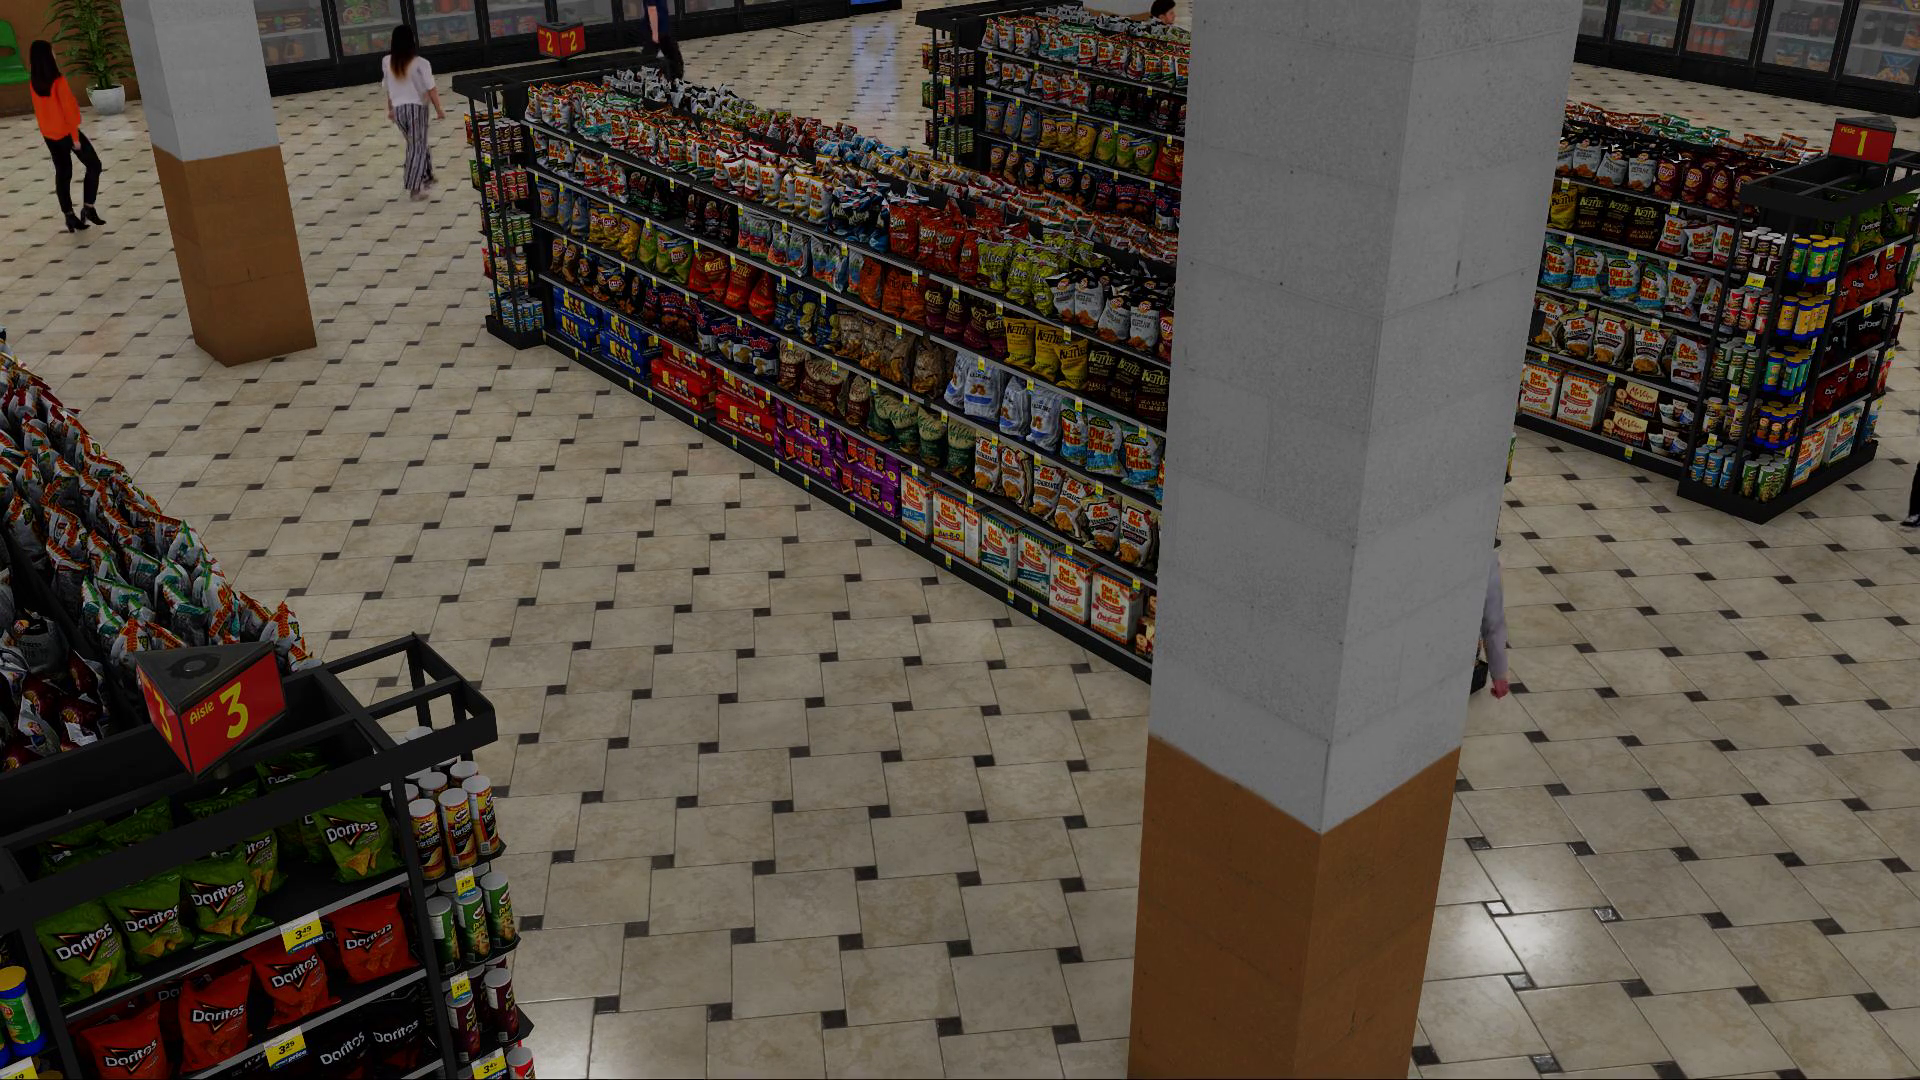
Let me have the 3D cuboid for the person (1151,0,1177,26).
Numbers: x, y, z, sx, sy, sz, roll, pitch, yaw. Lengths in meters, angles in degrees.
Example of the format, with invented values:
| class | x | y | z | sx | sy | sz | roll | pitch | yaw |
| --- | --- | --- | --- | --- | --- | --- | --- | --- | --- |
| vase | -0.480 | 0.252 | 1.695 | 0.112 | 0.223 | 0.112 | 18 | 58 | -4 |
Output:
| class | x | y | z | sx | sy | sz | roll | pitch | yaw |
| --- | --- | --- | --- | --- | --- | --- | --- | --- | --- |
| person | 1.960 | -4.430 | 16.583 | 0.852 | 1.893 | 0.762 | -1 | 27 | -2 |

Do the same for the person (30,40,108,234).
| class | x | y | z | sx | sy | sz | roll | pitch | yaw |
| --- | --- | --- | --- | --- | --- | --- | --- | --- | --- |
| person | -8.295 | -3.672 | 15.263 | 0.708 | 1.736 | 0.798 | 12 | 29 | 22 |

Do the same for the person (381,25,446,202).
| class | x | y | z | sx | sy | sz | roll | pitch | yaw |
| --- | --- | --- | --- | --- | --- | --- | --- | --- | --- |
| person | -5.433 | -4.175 | 16.345 | 1.005 | 1.653 | 0.988 | 11 | 29 | 21 |
